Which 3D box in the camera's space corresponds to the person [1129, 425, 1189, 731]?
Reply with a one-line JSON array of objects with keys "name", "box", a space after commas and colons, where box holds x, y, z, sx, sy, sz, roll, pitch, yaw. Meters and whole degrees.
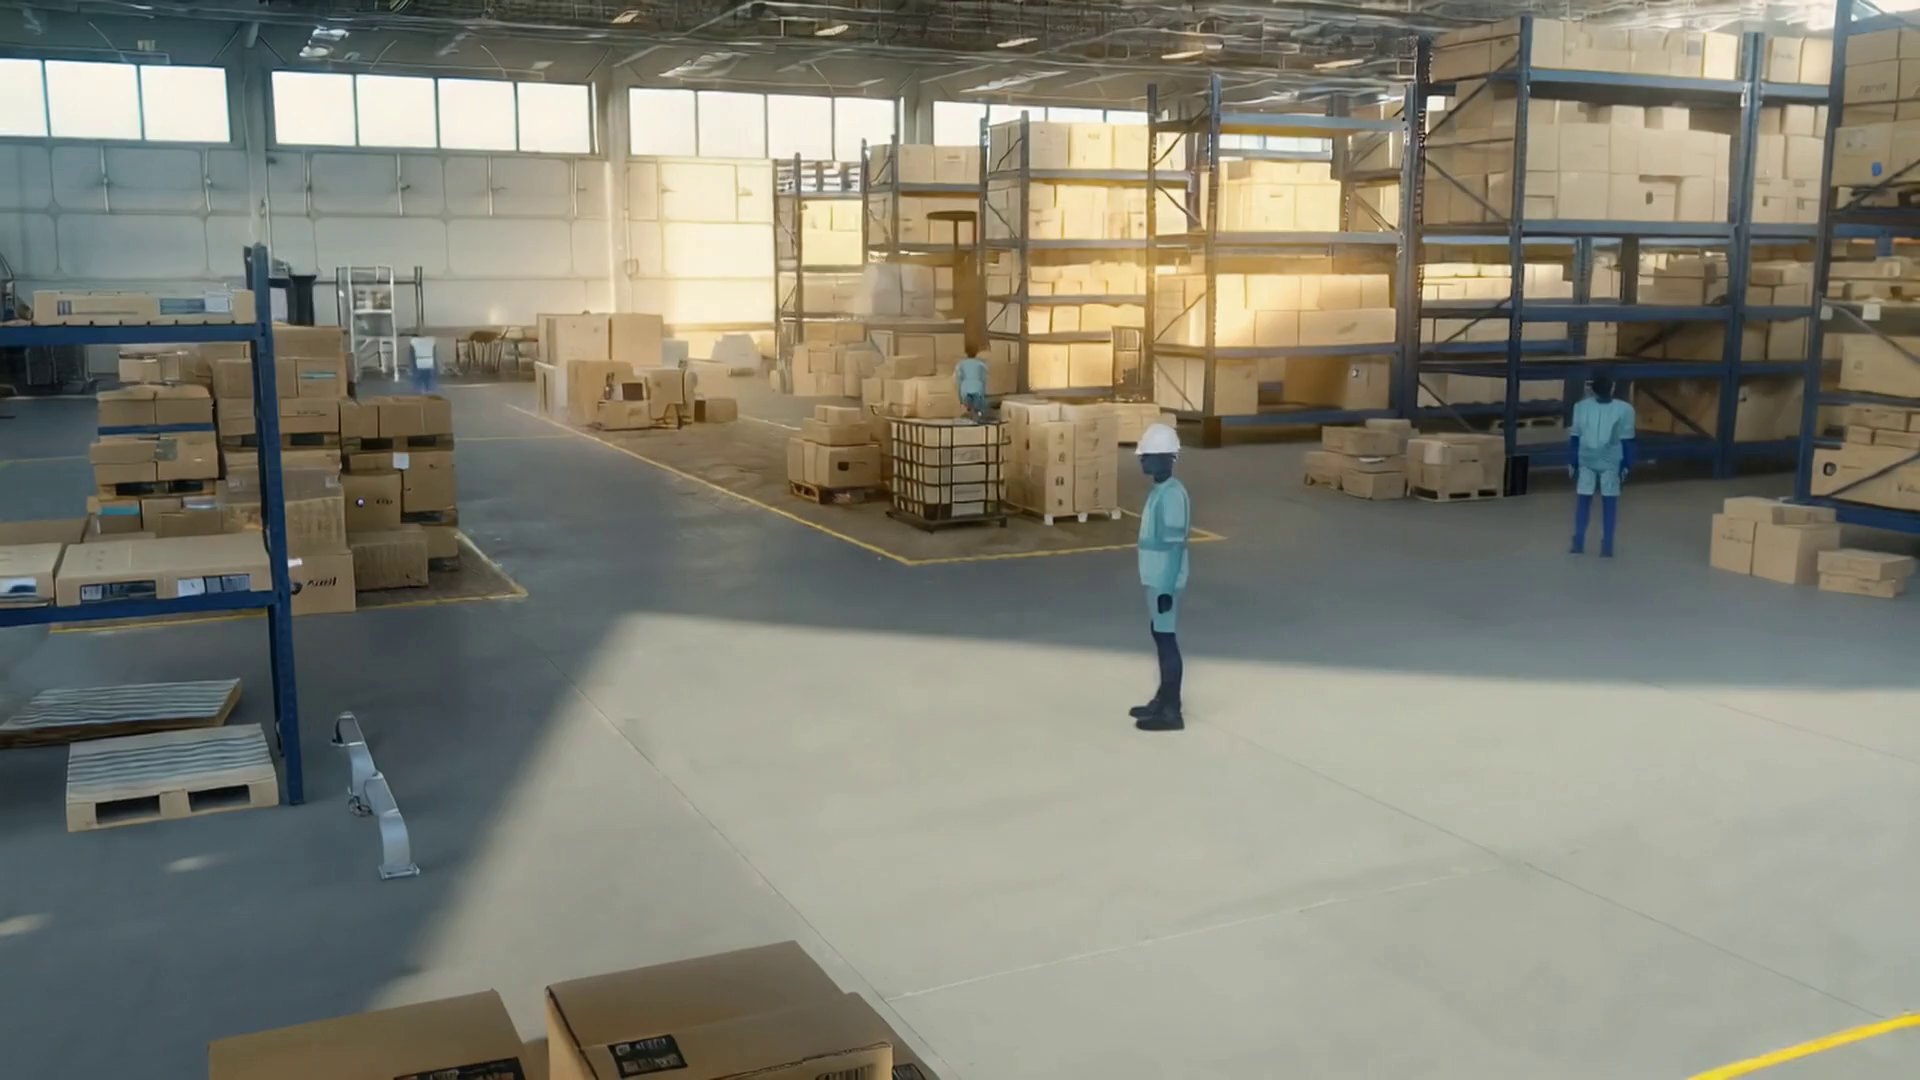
[{"name": "person", "box": [1.253, 0.239, 10.520, 0.364, 1.935, 0.553, 0, 9, 0]}]

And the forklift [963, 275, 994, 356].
[{"name": "forklift", "box": [0.408, -4.550, 37.318, 1.873, 2.768, 1.129, -4, 10, -25]}]

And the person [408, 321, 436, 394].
[{"name": "person", "box": [-10.808, -3.448, 33.505, 0.596, 1.903, 0.477, -8, 12, -39]}]

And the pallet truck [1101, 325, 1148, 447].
[{"name": "pallet truck", "box": [2.881, -2.596, 27.923, 0.823, 1.965, 1.885, -1, 9, -7]}]

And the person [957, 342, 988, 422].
[{"name": "person", "box": [0.207, -2.527, 28.423, 0.530, 1.697, 0.321, 0, 9, -1]}]

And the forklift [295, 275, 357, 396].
[{"name": "forklift", "box": [-14.765, -4.605, 37.660, 1.873, 2.768, 1.129, -4, 10, -25]}]

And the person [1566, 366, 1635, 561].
[{"name": "person", "box": [6.437, -0.773, 16.716, 0.608, 1.963, 0.370, 6, 11, 33]}]
